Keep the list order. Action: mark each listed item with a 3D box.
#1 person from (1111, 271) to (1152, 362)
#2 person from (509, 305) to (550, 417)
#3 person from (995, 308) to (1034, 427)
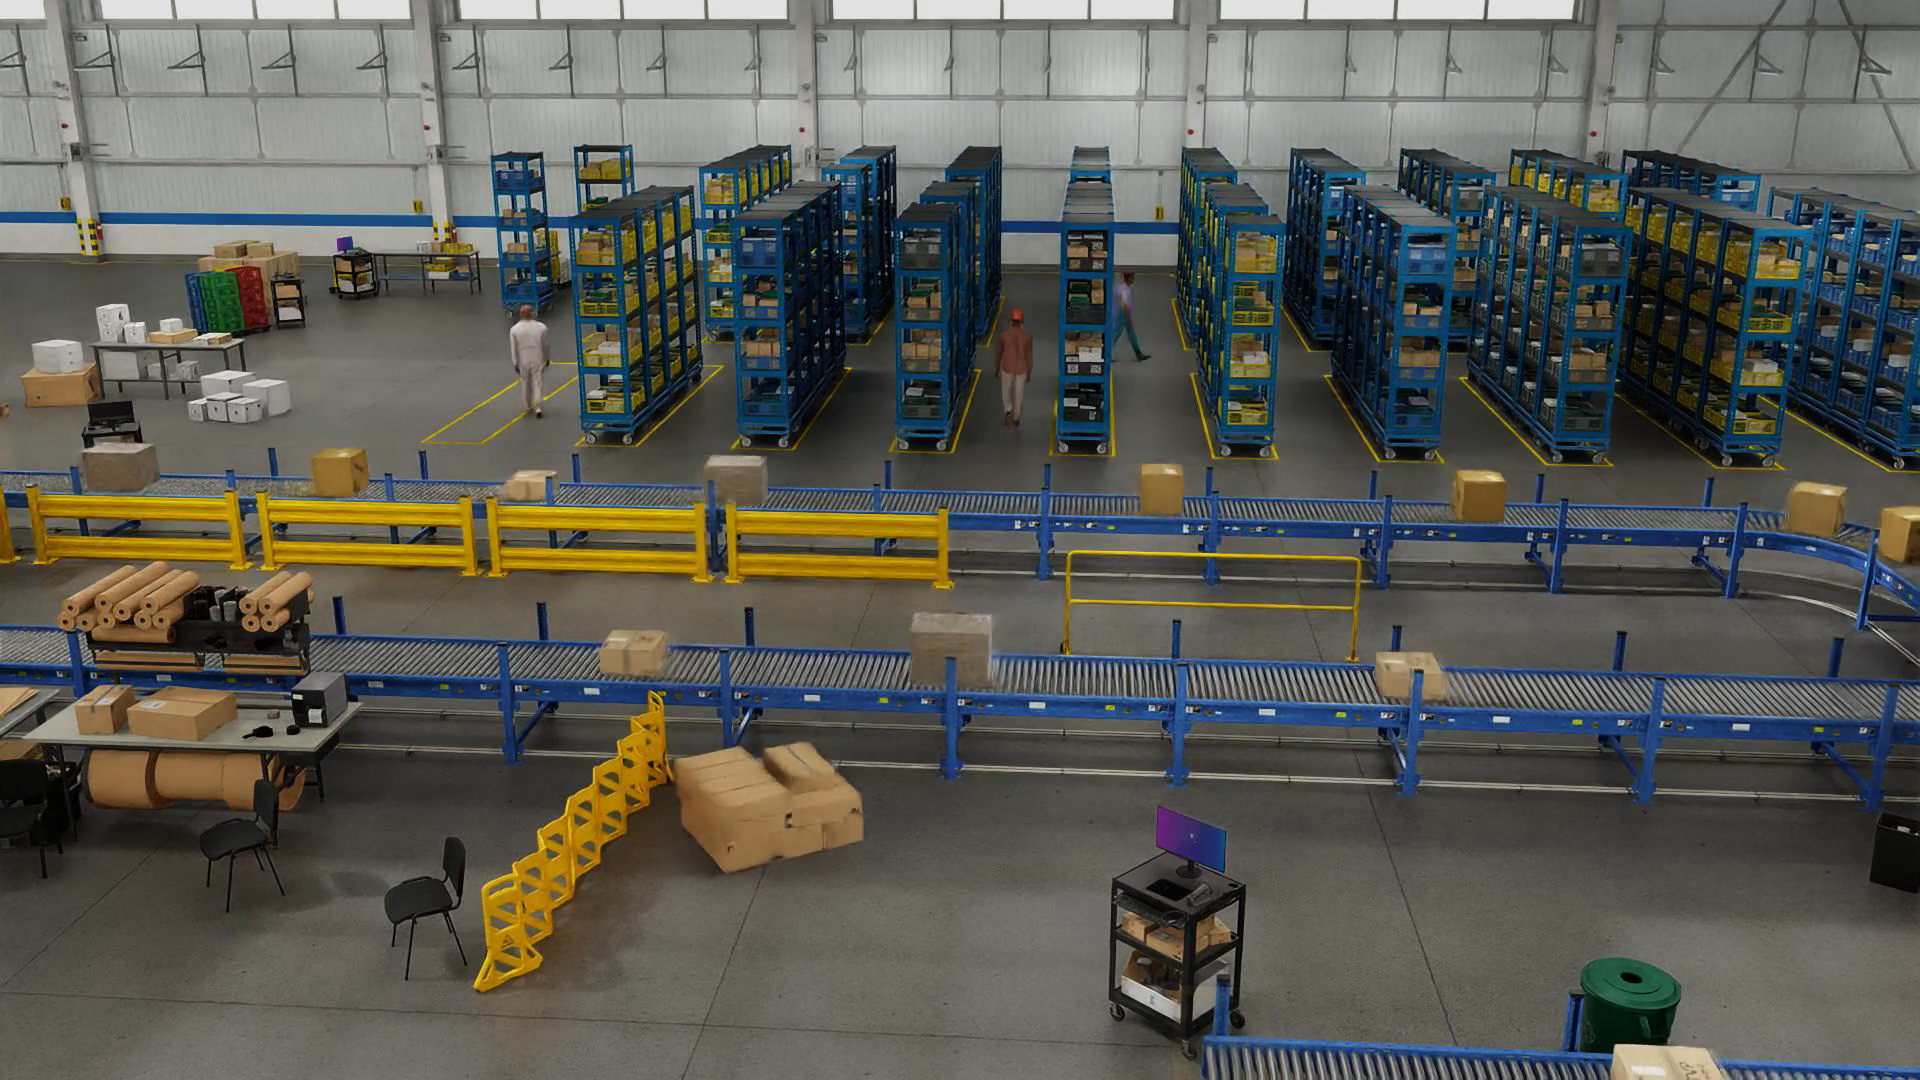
[{"bbox_3d":[3.245,-4.344,32.412,0.986,1.789,0.594,4,18,11],"label":"person"},{"bbox_3d":[-7.259,-3.033,28.151,0.637,1.867,0.988,-4,18,-13],"label":"person"},{"bbox_3d":[0.893,-2.804,27.214,0.641,1.978,0.527,-1,18,-3],"label":"person"}]
